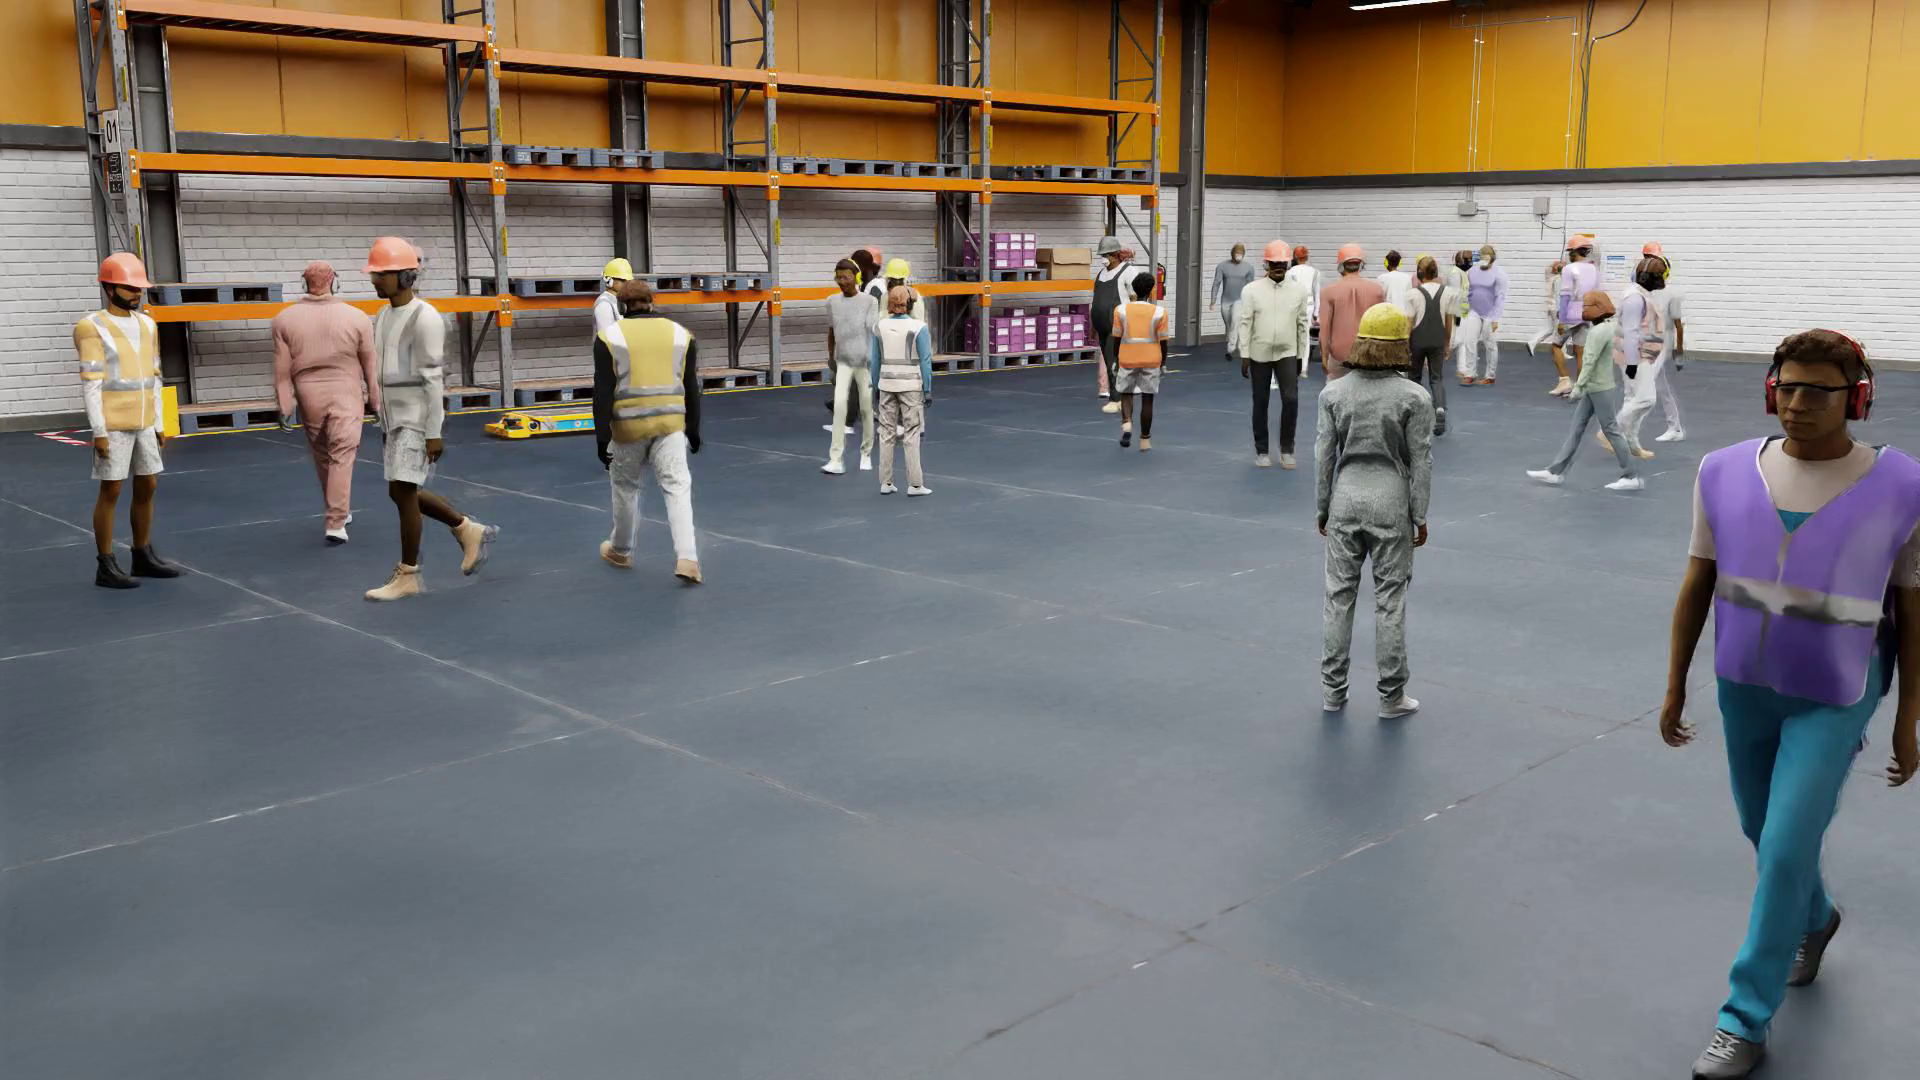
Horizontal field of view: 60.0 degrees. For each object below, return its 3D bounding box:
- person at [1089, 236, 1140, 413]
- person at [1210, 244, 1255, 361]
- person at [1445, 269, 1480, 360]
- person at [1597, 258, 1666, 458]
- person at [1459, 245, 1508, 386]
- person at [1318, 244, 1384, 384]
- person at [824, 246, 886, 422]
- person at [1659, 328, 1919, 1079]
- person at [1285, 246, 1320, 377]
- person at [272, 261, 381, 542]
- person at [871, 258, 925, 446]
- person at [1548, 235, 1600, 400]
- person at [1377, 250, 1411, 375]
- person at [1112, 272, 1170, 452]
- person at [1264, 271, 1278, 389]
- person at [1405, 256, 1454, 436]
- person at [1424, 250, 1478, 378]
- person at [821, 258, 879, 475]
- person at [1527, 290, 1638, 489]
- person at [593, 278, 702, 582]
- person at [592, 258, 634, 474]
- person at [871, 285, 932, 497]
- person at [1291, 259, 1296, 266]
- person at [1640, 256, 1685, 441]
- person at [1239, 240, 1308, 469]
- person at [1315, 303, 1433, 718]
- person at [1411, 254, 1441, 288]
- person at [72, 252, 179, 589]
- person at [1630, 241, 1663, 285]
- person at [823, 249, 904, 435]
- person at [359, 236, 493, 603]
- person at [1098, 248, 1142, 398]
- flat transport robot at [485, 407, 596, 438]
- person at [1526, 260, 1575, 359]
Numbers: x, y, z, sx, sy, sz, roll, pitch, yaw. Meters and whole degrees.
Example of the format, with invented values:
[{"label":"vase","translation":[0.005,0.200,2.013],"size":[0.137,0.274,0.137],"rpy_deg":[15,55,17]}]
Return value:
[{"label":"person","translation":[1.693,-2.469,19.005],"size":[0.677,2.000,0.700],"rpy_deg":[-7,13,-35]},{"label":"person","translation":[4.430,-3.853,27.018],"size":[0.653,1.870,1.076],"rpy_deg":[4,11,19]},{"label":"person","translation":[8.080,-3.747,27.189],"size":[0.825,1.590,0.506],"rpy_deg":[8,13,36]},{"label":"person","translation":[6.109,-1.619,14.995],"size":[0.443,1.822,0.712],"rpy_deg":[5,12,27]},{"label":"person","translation":[6.995,-2.971,22.176],"size":[0.777,1.880,0.653],"rpy_deg":[-8,13,-37]},{"label":"person","translation":[3.624,-1.760,15.427],"size":[0.633,1.935,1.042],"rpy_deg":[1,10,4]},{"label":"person","translation":[-1.107,-2.187,17.836],"size":[0.670,1.913,0.579],"rpy_deg":[-4,11,-21]},{"label":"person","translation":[2.111,0.368,4.176],"size":[0.918,1.815,0.581],"rpy_deg":[-9,14,-41]},{"label":"person","translation":[4.856,-3.270,23.835],"size":[0.615,1.869,0.474],"rpy_deg":[-3,11,-14]},{"label":"person","translation":[-4.210,-0.932,11.144],"size":[0.657,1.860,0.979],"rpy_deg":[-1,10,-6]},{"label":"person","translation":[-0.680,-1.808,16.067],"size":[0.835,1.786,0.615],"rpy_deg":[-6,12,-30]},{"label":"person","translation":[7.587,-2.740,20.541],"size":[0.627,2.021,0.486],"rpy_deg":[-5,11,-24]},{"label":"person","translation":[5.844,-3.002,22.533],"size":[0.502,1.816,0.996],"rpy_deg":[-1,10,-4]},{"label":"person","translation":[1.682,-1.648,15.502],"size":[0.544,1.680,0.409],"rpy_deg":[2,11,12]},{"label":"person","translation":[4.109,-2.827,22.207],"size":[0.505,1.590,0.854],"rpy_deg":[-3,11,-16]},{"label":"person","translation":[4.712,-1.937,16.715],"size":[0.525,1.823,0.734],"rpy_deg":[0,10,0]},{"label":"person","translation":[7.032,-3.218,23.696],"size":[0.666,1.821,0.630],"rpy_deg":[7,12,32]},{"label":"person","translation":[-0.903,-1.458,14.080],"size":[0.546,1.820,0.912],"rpy_deg":[3,11,14]},{"label":"person","translation":[5.063,-1.200,13.327],"size":[0.854,1.584,0.503],"rpy_deg":[3,11,17]},{"label":"person","translation":[-1.850,-0.656,9.846],"size":[0.678,1.790,0.981],"rpy_deg":[-5,12,-27]},{"label":"person","translation":[-2.912,-1.476,14.180],"size":[0.404,1.826,0.587],"rpy_deg":[0,10,0]},{"label":"person","translation":[-0.453,-1.153,12.928],"size":[0.522,1.638,0.309],"rpy_deg":[5,12,27]},{"label":"person","translation":[4.990,-3.450,25.358],"size":[0.548,1.683,0.514],"rpy_deg":[-7,13,-35]},{"label":"person","translation":[6.753,-1.847,16.228],"size":[0.959,1.815,0.515],"rpy_deg":[-3,11,-15]},{"label":"person","translation":[2.718,-1.590,14.399],"size":[0.613,1.970,0.685],"rpy_deg":[0,10,2]},{"label":"person","translation":[1.746,-0.124,7.034],"size":[0.492,1.742,0.324],"rpy_deg":[6,12,30]},{"label":"person","translation":[7.485,-3.741,26.831],"size":[0.574,1.703,0.907],"rpy_deg":[-1,10,-6]},{"label":"person","translation":[-4.794,-0.685,9.600],"size":[0.407,1.925,0.545],"rpy_deg":[4,11,19]},{"label":"person","translation":[9.555,-3.172,23.121],"size":[0.552,1.935,0.369],"rpy_deg":[-6,12,-29]},{"label":"person","translation":[-0.948,-1.975,16.766],"size":[0.944,1.864,0.628],"rpy_deg":[-4,11,-19]},{"label":"person","translation":[-3.020,-0.682,9.340],"size":[0.611,2.023,0.752],"rpy_deg":[10,14,44]},{"label":"person","translation":[2.029,-2.719,20.879],"size":[0.735,1.853,0.897],"rpy_deg":[6,12,31]},{"label":"flat transport robot","translation":[-4.049,-1.219,17.021],"size":[1.431,0.197,0.652],"rpy_deg":[-7,13,-35]},{"label":"person","translation":[9.747,-3.783,27.322],"size":[0.696,1.617,0.532],"rpy_deg":[2,10,8]}]
